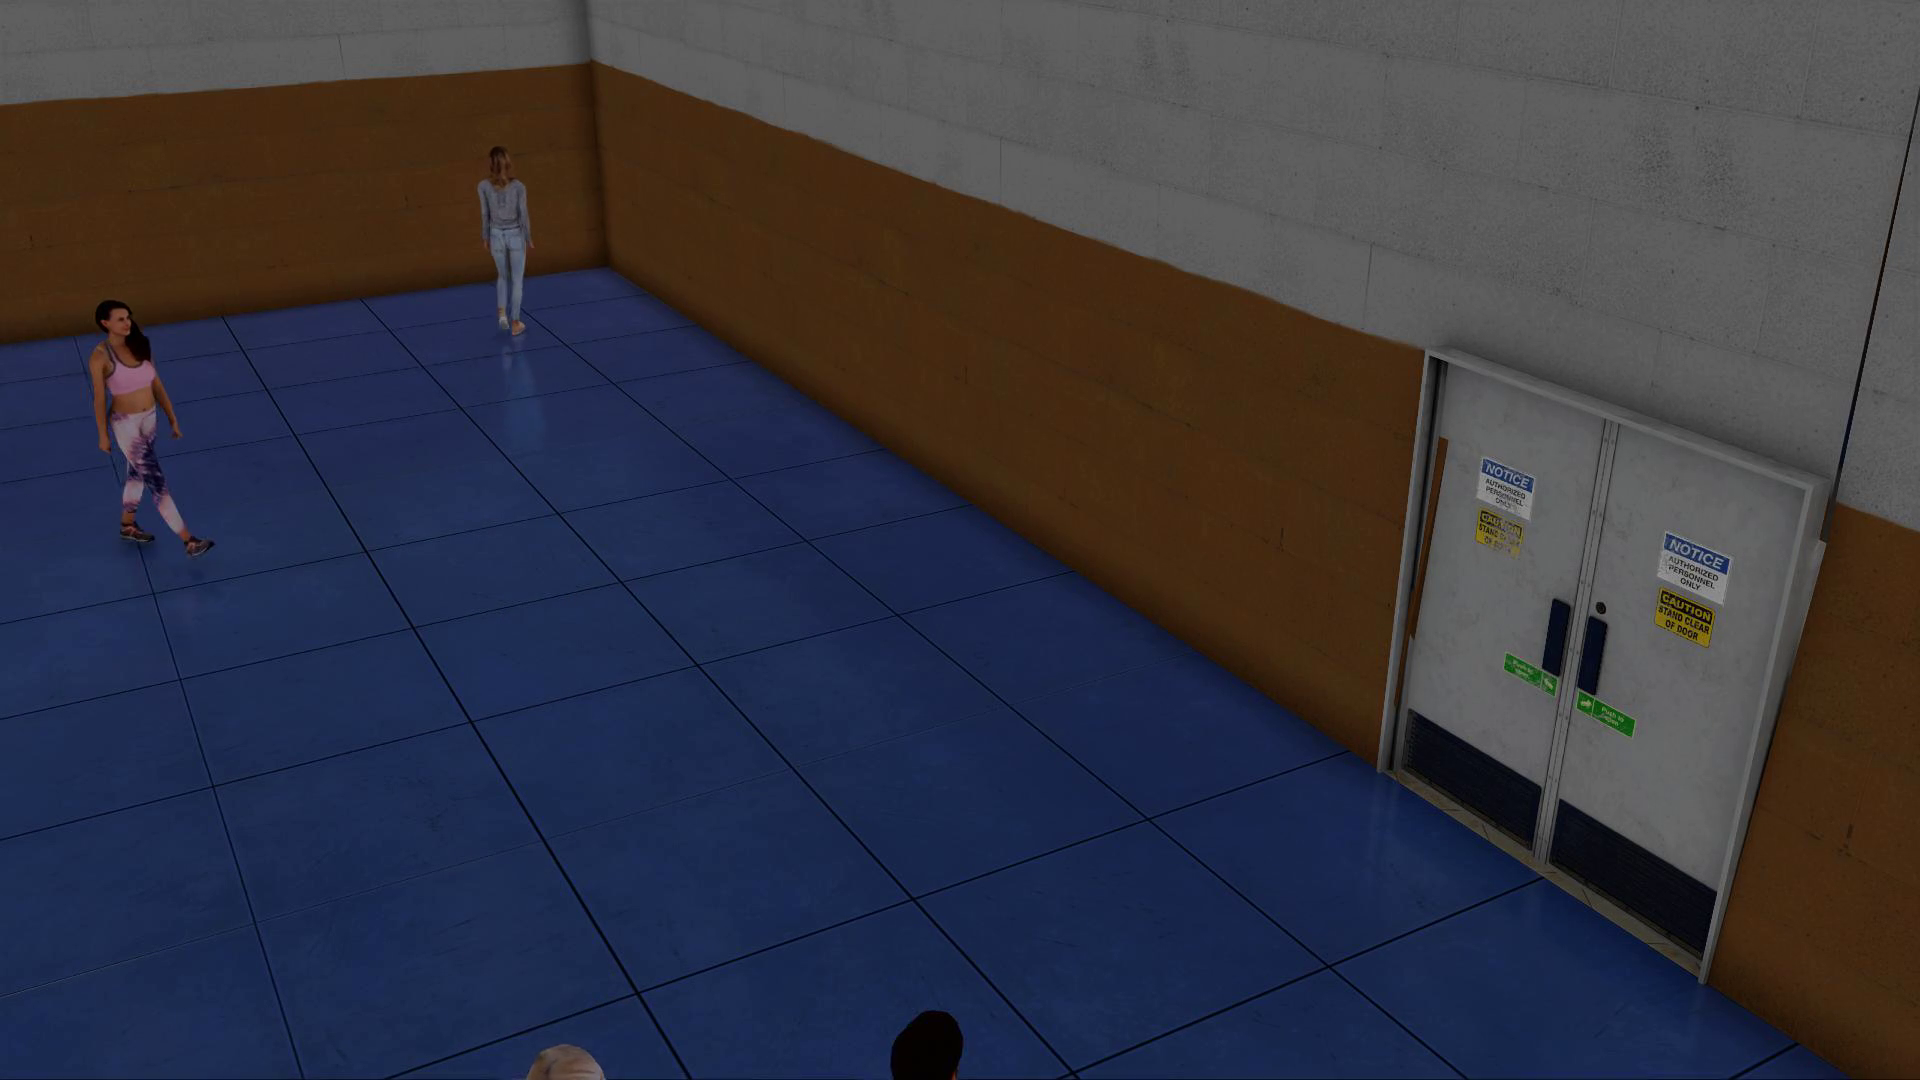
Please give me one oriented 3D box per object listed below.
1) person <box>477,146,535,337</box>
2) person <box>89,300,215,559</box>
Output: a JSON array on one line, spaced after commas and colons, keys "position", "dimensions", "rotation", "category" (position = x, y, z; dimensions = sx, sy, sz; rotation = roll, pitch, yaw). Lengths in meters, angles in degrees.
[{"position": [-4.249, -2.764, 15.567], "dimensions": [0.810, 1.787, 0.845], "rotation": [0, 24, 1], "category": "person"}, {"position": [-5.499, -0.710, 10.967], "dimensions": [1.123, 1.712, 1.155], "rotation": [10, 25, 21], "category": "person"}]
